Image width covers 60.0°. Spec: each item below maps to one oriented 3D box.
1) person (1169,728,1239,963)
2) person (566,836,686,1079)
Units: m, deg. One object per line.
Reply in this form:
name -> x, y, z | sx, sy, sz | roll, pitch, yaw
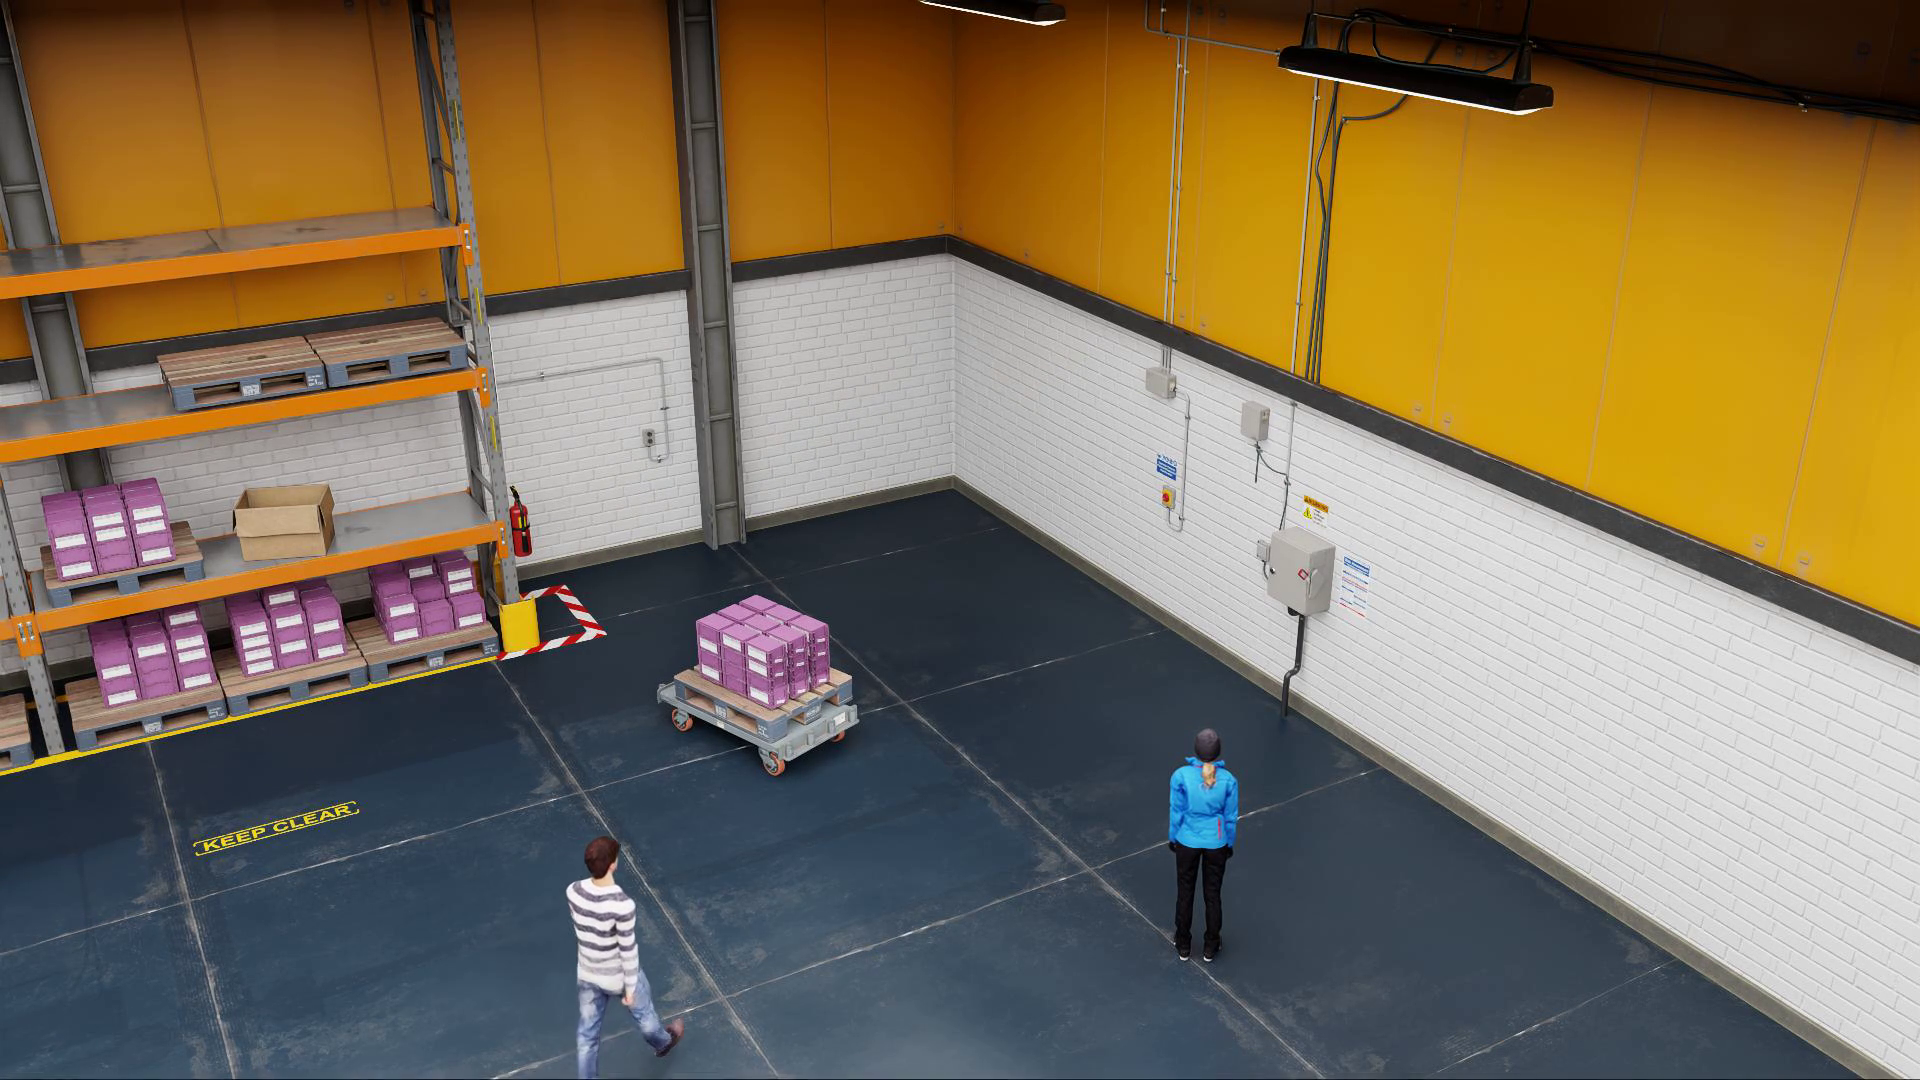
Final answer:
person -> 1.653, 2.086, 11.377 | 0.668, 1.796, 0.748 | 4, 24, 9
person -> -2.184, 2.671, 10.022 | 1.090, 1.809, 1.203 | 8, 25, 18
